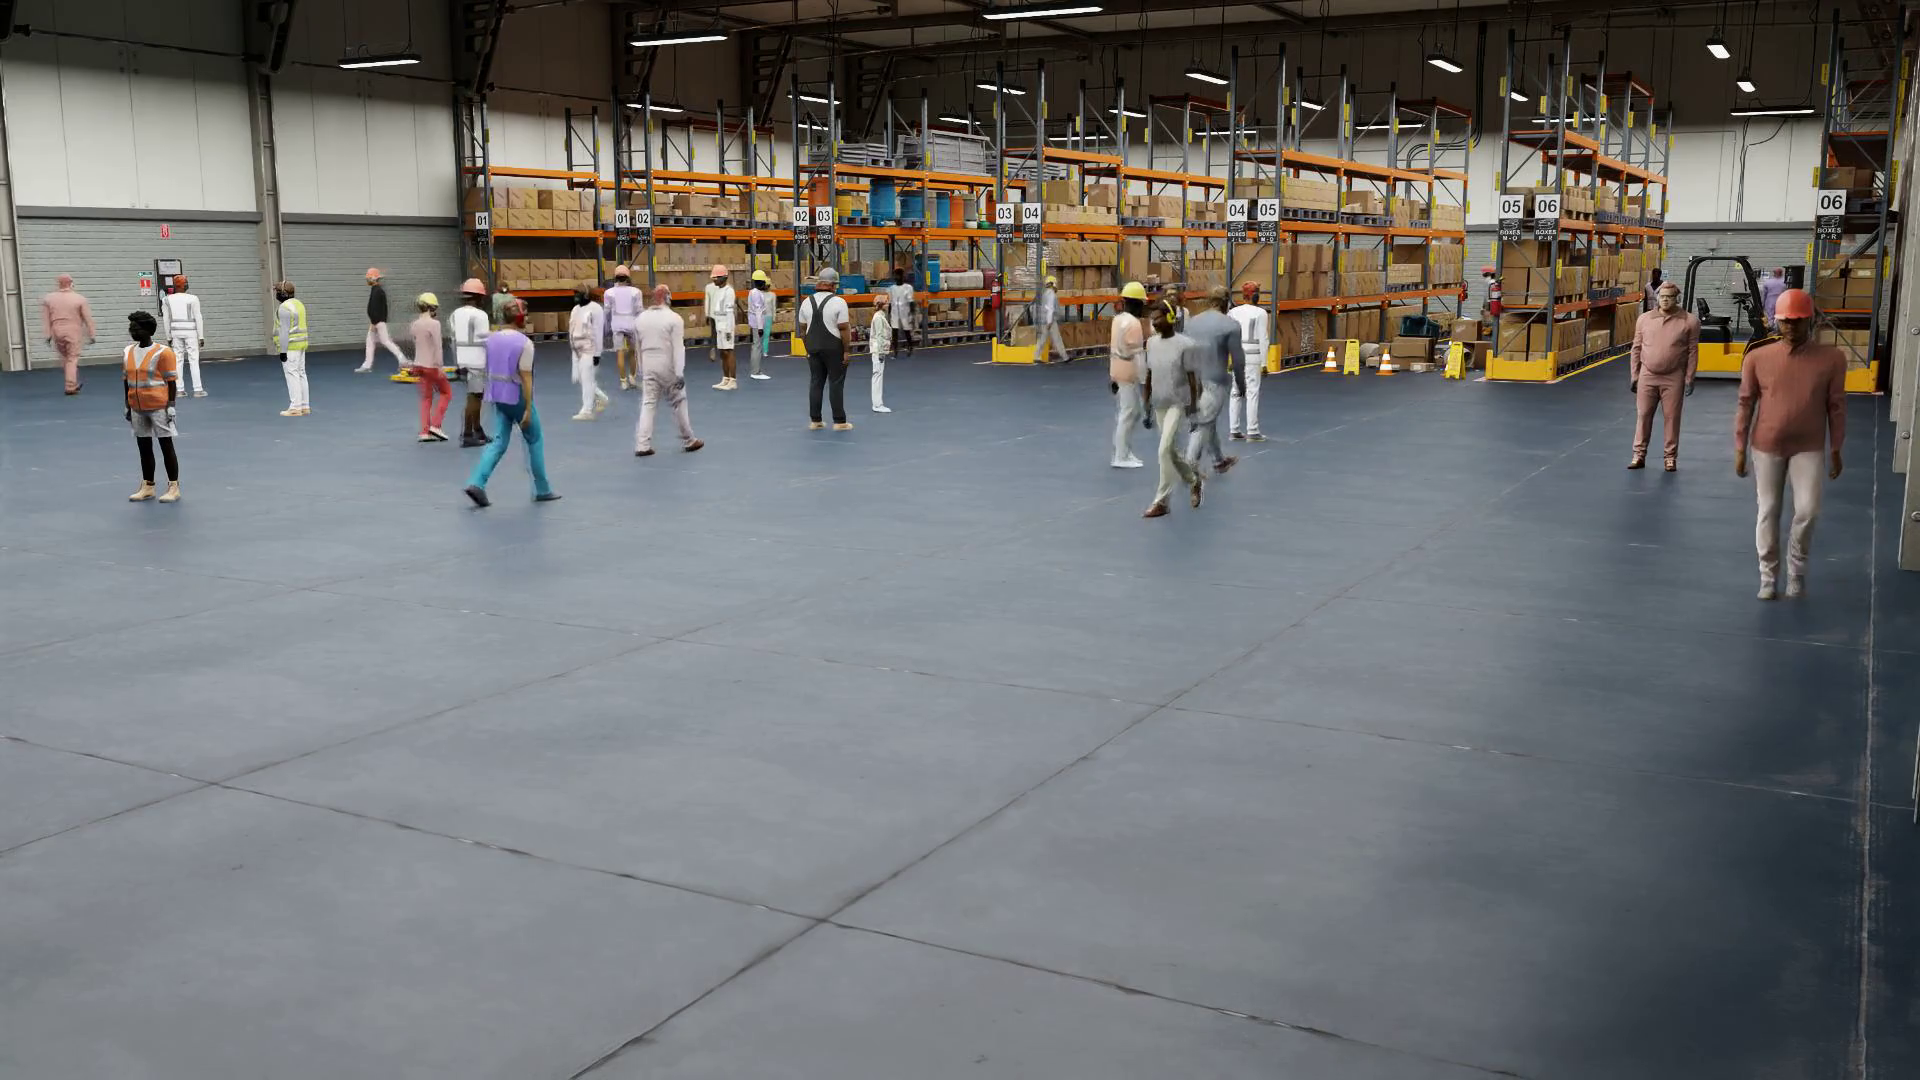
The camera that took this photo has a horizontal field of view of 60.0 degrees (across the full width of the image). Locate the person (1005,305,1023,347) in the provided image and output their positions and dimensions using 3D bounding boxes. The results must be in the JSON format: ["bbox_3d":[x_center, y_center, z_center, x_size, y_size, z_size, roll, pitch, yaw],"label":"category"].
[{"bbox_3d":[1.311,-5.245,38.782,0.674,1.609,0.509,-9,13,-41],"label":"person"}]

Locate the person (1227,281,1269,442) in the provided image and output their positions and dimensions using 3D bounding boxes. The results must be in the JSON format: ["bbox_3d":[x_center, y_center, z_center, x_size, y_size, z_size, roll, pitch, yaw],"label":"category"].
[{"bbox_3d":[3.376,-2.087,19.525,0.354,1.881,0.576,-8,13,-40],"label":"person"}]

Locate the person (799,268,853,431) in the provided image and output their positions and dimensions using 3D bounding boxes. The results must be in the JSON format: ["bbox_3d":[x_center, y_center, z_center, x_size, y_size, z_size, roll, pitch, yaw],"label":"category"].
[{"bbox_3d":[-1.636,-2.396,20.869,0.688,2.000,0.536,5,11,28],"label":"person"}]

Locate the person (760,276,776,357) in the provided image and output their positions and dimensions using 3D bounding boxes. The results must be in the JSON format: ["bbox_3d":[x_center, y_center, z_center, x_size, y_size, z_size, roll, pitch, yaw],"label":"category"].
[{"bbox_3d":[-4.253,-4.848,36.072,0.545,1.739,0.542,-3,10,-17],"label":"person"}]

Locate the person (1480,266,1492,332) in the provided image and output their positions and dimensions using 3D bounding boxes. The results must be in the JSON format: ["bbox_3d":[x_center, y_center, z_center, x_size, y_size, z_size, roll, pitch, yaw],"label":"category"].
[{"bbox_3d":[15.014,-6.842,47.327,0.754,1.884,0.661,8,12,38],"label":"person"}]

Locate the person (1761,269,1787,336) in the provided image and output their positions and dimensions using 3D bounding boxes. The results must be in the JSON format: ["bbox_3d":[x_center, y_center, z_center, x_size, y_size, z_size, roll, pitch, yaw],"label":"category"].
[{"bbox_3d":[20.972,-6.043,42.791,0.657,1.854,1.056,5,11,25],"label":"person"}]

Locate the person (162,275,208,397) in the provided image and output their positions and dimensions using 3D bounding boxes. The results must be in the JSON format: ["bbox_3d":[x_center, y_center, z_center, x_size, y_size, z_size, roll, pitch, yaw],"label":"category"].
[{"bbox_3d":[-11.984,-3.145,25.717,0.574,1.883,0.356,-1,10,-4],"label":"person"}]

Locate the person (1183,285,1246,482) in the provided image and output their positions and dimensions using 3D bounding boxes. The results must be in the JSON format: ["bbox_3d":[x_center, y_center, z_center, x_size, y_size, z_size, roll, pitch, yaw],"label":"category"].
[{"bbox_3d":[2.499,-1.518,16.167,1.031,1.883,0.631,-8,13,-41],"label":"person"}]

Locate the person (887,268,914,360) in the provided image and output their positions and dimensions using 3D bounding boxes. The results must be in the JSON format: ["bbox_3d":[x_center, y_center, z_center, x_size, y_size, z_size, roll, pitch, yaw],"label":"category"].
[{"bbox_3d":[-1.233,-4.807,35.277,0.607,1.940,0.860,2,10,14],"label":"person"}]

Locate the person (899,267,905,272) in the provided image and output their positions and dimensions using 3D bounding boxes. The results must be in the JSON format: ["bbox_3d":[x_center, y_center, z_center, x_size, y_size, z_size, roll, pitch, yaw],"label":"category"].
[{"bbox_3d":[-1.718,-6.509,45.442,0.561,1.888,0.997,3,10,15],"label":"person"}]

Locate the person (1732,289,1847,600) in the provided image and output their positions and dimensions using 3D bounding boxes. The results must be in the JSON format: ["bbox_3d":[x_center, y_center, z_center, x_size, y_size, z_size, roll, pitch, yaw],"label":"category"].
[{"bbox_3d":[5.198,-0.583,10.449,0.647,1.968,0.489,5,11,25],"label":"person"}]

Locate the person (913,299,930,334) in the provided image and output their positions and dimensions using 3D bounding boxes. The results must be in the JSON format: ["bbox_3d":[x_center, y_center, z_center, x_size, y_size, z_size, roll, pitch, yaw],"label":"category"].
[{"bbox_3d":[-1.093,-6.692,46.515,0.520,1.873,0.335,6,11,30],"label":"person"}]

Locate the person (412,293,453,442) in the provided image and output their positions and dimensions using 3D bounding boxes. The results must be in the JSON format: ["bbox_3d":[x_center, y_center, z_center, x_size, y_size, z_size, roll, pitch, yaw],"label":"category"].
[{"bbox_3d":[-6.222,-2.025,19.540,0.543,1.740,0.419,7,12,36],"label":"person"}]

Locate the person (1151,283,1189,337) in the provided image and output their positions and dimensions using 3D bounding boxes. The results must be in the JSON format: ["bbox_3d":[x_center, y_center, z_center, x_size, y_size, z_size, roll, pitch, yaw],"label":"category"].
[{"bbox_3d":[2.679,-2.347,21.174,0.532,1.833,0.416,-2,10,-12],"label":"person"}]

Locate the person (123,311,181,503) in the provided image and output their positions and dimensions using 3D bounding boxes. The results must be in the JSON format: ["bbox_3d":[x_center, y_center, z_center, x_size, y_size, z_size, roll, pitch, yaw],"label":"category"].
[{"bbox_3d":[-7.168,-1.176,14.720,0.540,1.699,0.316,3,10,14],"label":"person"}]

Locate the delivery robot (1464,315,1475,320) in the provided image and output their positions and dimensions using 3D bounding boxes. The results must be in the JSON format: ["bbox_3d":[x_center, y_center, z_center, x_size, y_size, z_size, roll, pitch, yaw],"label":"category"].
[{"bbox_3d":[13.846,-5.918,45.555,0.707,0.478,0.477,-2,10,-12],"label":"delivery robot"}]

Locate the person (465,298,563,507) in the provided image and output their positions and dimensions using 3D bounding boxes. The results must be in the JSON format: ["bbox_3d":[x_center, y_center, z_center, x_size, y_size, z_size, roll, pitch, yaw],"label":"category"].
[{"bbox_3d":[-3.924,-1.200,14.526,0.567,1.816,0.895,6,11,32],"label":"person"}]

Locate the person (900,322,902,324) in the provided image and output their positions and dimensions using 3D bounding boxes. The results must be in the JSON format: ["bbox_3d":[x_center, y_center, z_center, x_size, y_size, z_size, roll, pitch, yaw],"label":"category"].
[{"bbox_3d":[-1.556,-5.923,42.817,0.506,1.599,0.846,6,11,30],"label":"person"}]

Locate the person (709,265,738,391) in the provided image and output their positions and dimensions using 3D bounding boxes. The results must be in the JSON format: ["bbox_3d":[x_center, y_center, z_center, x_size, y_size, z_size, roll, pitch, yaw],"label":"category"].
[{"bbox_3d":[-3.854,-3.439,26.992,0.395,2.036,0.614,-5,11,-29],"label":"person"}]

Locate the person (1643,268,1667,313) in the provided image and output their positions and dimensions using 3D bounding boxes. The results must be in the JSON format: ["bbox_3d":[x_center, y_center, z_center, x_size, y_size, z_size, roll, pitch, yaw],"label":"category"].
[{"bbox_3d":[15.462,-5.077,36.947,0.375,1.912,0.586,-8,13,-39],"label":"person"}]

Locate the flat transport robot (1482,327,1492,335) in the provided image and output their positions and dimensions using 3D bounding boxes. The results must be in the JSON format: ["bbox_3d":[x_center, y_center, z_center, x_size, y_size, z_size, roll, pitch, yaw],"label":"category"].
[{"bbox_3d":[14.886,-5.750,45.622,0.652,0.197,1.431,10,16,43],"label":"flat transport robot"}]

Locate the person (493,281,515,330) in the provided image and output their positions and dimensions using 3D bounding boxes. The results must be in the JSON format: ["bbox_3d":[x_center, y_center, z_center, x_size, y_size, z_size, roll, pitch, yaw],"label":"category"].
[{"bbox_3d":[-10.458,-5.134,38.140,0.494,1.612,0.697,-3,10,-18],"label":"person"}]

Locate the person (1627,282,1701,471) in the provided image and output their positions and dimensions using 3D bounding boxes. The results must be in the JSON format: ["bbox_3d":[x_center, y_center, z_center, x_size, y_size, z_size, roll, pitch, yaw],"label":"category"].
[{"bbox_3d":[7.133,-1.652,16.901,0.636,1.911,0.405,6,11,31],"label":"person"}]

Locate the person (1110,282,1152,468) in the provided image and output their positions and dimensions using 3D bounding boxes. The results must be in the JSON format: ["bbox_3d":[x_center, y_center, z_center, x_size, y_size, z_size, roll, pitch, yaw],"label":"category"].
[{"bbox_3d":[1.796,-1.681,17.058,0.513,1.909,0.606,-1,10,-8],"label":"person"}]

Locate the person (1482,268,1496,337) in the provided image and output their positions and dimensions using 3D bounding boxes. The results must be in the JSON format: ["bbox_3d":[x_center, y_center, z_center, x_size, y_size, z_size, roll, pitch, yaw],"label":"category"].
[{"bbox_3d":[14.426,-6.369,44.689,0.572,1.876,0.926,-3,10,-16],"label":"person"}]

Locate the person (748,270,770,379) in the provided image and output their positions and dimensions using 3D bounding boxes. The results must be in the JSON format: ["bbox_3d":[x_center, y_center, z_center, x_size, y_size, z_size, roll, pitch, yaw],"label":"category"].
[{"bbox_3d":[-3.562,-3.809,29.474,0.368,1.924,0.594,-2,10,-14],"label":"person"}]

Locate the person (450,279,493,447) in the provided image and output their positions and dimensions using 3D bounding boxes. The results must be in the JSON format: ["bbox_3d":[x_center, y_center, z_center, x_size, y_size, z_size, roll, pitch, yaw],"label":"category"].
[{"bbox_3d":[-5.496,-2.025,19.056,0.555,1.914,0.685,7,12,37],"label":"person"}]

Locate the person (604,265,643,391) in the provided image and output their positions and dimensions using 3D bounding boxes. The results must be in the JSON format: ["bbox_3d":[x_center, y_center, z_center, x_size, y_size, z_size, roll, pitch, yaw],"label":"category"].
[{"bbox_3d":[-5.467,-3.448,27.077,0.637,2.018,0.824,-2,10,-11],"label":"person"}]

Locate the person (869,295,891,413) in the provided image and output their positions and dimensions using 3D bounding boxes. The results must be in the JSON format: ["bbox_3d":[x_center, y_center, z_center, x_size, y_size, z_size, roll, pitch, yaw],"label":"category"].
[{"bbox_3d":[-1.114,-2.604,23.255,0.314,1.641,0.515,0,10,-1],"label":"person"}]

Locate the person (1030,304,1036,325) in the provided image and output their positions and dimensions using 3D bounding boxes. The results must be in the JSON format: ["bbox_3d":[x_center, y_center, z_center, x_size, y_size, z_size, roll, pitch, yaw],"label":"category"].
[{"bbox_3d":[1.870,-5.207,37.652,0.631,1.933,0.371,0,10,-2],"label":"person"}]

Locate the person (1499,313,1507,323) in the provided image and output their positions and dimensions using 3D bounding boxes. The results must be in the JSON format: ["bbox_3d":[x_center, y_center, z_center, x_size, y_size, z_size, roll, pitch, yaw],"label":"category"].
[{"bbox_3d":[14.513,-6.222,44.504,0.523,1.617,0.579,-1,10,-8],"label":"person"}]

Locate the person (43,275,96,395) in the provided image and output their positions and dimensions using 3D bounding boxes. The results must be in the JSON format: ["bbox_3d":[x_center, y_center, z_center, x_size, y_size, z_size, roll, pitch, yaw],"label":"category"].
[{"bbox_3d":[-14.066,-3.250,26.375,0.679,1.856,0.971,-1,10,-4],"label":"person"}]

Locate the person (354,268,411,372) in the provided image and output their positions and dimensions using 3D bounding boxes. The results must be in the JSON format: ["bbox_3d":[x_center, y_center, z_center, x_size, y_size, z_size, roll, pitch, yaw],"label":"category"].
[{"bbox_3d":[-10.854,-4.112,31.188,0.986,1.963,0.618,-4,10,-21],"label":"person"}]

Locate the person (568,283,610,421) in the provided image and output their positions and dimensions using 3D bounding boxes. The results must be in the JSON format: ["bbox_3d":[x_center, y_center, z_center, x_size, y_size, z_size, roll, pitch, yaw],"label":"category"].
[{"bbox_3d":[-4.940,-2.505,22.144,0.566,1.826,0.628,-10,14,-44],"label":"person"}]

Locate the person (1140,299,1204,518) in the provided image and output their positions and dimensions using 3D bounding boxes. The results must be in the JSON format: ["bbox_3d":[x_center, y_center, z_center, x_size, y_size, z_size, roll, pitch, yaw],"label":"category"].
[{"bbox_3d":[1.820,-1.129,14.100,0.873,1.833,0.534,-9,13,-43],"label":"person"}]

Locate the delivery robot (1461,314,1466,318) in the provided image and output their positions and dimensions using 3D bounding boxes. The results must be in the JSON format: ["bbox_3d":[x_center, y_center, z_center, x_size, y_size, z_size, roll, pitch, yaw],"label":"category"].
[{"bbox_3d":[13.983,-6.021,46.160,0.477,0.478,0.707,-1,10,-5],"label":"delivery robot"}]

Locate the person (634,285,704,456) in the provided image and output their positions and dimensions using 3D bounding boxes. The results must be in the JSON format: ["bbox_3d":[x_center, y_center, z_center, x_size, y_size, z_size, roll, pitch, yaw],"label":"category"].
[{"bbox_3d":[-3.236,-1.868,18.311,0.669,1.859,0.909,5,11,25],"label":"person"}]

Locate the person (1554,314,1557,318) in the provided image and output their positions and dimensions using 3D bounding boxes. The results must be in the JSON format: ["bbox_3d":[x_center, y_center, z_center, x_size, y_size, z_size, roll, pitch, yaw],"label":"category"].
[{"bbox_3d":[15.991,-6.318,45.012,0.522,1.636,0.310,0,10,3],"label":"person"}]

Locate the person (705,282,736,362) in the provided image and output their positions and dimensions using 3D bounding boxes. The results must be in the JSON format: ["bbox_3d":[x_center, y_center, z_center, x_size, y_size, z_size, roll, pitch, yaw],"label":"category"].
[{"bbox_3d":[-4.853,-4.561,33.723,0.635,1.981,0.485,1,10,4],"label":"person"}]

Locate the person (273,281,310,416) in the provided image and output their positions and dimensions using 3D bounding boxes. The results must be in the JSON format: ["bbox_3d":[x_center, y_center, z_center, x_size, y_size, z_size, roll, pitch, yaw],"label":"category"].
[{"bbox_3d":[-9.146,-2.608,22.728,0.430,1.836,0.629,0,10,-1],"label":"person"}]

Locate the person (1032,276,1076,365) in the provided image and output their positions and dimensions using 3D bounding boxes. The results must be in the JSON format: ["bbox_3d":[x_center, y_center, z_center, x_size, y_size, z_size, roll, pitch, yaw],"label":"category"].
[{"bbox_3d":[1.853,-4.369,33.196,0.900,1.770,0.613,-2,10,-12],"label":"person"}]

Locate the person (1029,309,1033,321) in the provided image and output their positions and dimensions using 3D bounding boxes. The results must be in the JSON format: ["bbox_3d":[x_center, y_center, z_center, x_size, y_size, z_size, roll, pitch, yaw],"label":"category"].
[{"bbox_3d":[1.886,-5.199,38.242,0.548,1.712,0.899,5,11,26],"label":"person"}]

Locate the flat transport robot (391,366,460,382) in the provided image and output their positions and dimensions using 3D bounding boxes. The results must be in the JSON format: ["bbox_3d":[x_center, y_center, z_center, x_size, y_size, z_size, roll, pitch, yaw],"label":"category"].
[{"bbox_3d":[-9.126,-2.911,29.055,0.652,0.197,1.431,9,13,42],"label":"flat transport robot"}]
